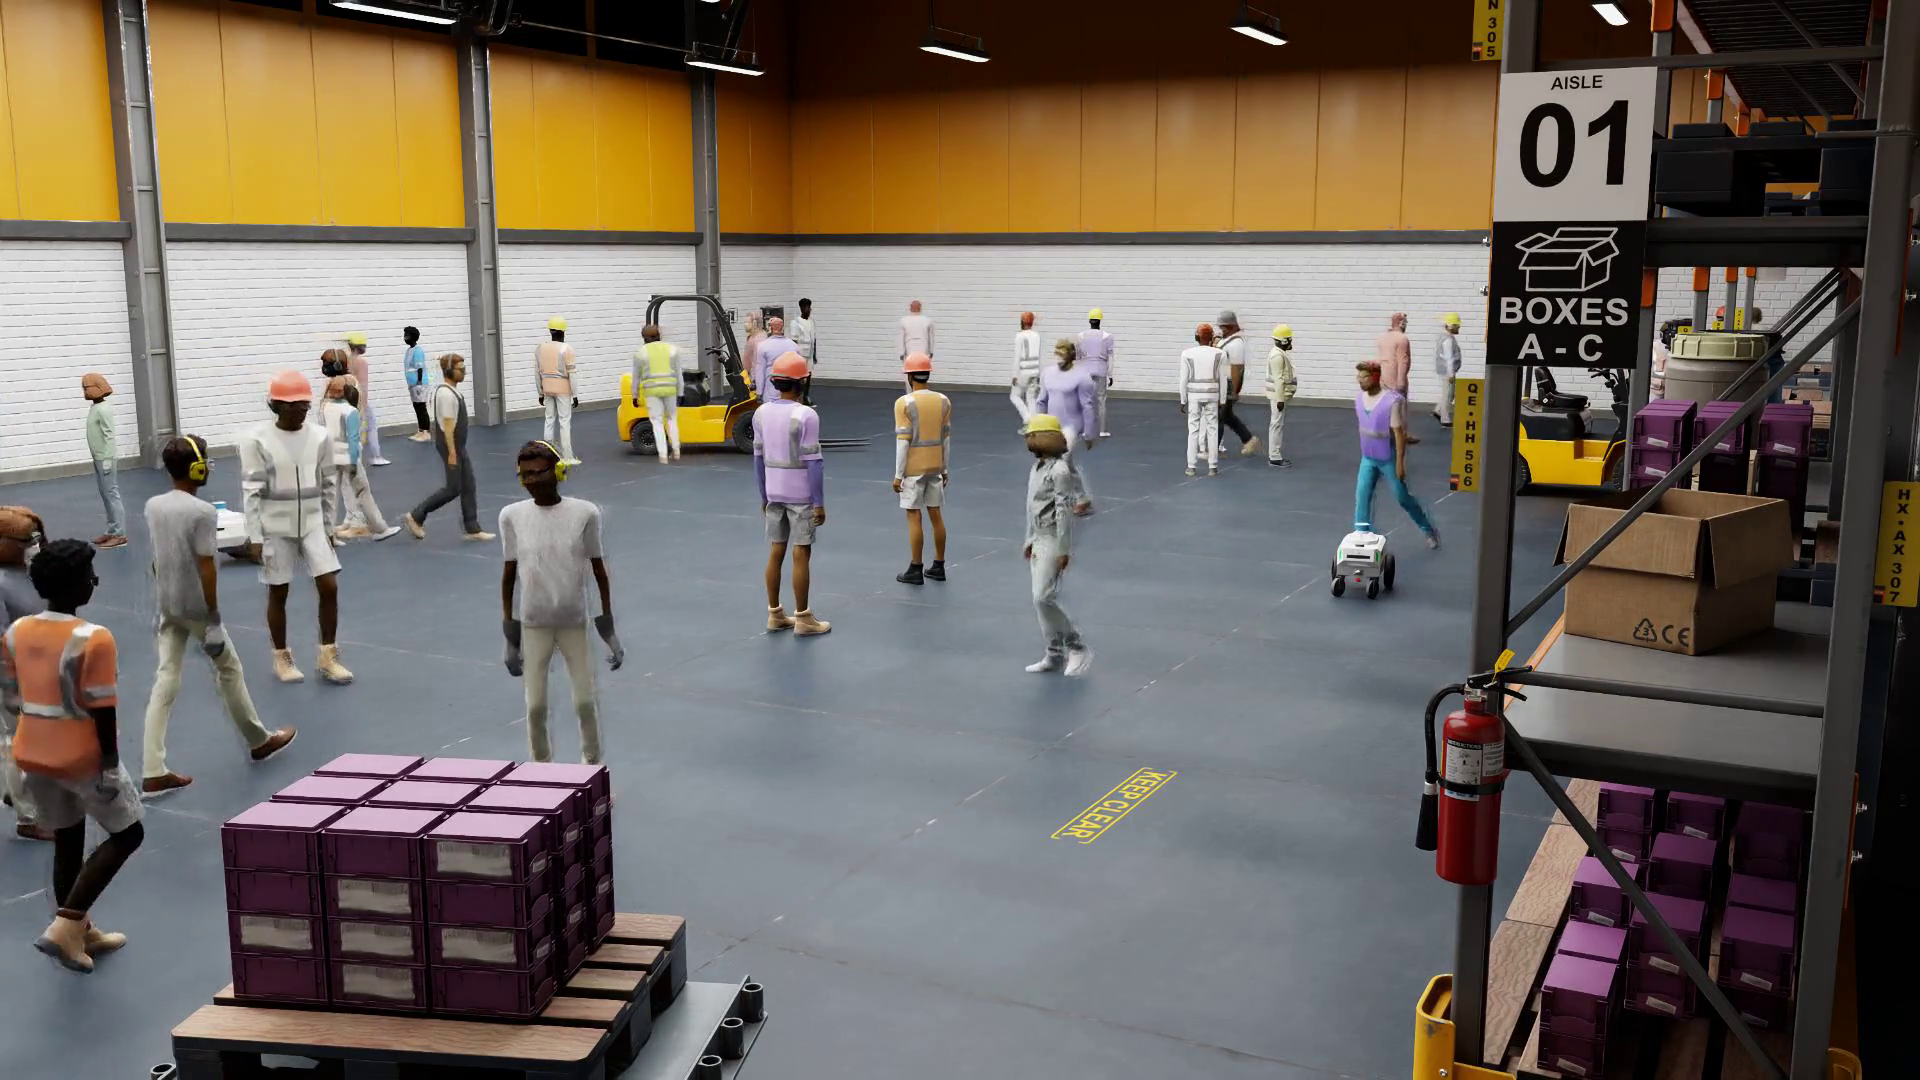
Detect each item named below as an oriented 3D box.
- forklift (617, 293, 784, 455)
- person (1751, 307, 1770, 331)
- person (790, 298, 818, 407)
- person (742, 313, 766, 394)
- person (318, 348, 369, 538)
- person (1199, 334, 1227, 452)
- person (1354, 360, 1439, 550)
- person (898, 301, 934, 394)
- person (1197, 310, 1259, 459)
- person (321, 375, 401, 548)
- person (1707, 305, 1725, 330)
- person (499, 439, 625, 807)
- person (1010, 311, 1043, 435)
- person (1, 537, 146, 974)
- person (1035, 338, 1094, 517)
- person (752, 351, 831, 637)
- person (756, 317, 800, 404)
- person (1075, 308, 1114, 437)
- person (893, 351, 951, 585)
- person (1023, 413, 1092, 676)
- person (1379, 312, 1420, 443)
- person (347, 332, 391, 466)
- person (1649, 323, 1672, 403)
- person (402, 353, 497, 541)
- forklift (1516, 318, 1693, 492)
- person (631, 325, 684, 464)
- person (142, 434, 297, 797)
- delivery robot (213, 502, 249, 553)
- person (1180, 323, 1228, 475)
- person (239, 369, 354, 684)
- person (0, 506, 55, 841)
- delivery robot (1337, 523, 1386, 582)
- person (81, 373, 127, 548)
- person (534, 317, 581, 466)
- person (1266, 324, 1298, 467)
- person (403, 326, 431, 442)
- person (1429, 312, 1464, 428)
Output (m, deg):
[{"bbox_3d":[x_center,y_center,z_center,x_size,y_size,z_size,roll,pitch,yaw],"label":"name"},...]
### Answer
[{"bbox_3d":[-3.588,-2.317,23.042,2.313,2.155,1.214,-1,10,-5],"label":"forklift"},{"bbox_3d":[11.969,-2.556,25.169,0.635,1.936,0.355,2,10,11],"label":"person"},{"bbox_3d":[-2.758,-3.305,29.472,0.400,1.956,0.609,8,12,38],"label":"person"},{"bbox_3d":[-3.030,-2.398,24.459,0.970,1.864,0.674,-3,10,-18],"label":"person"},{"bbox_3d":[-5.987,-0.939,16.130,0.430,1.835,0.621,-5,11,-29],"label":"person"},{"bbox_3d":[3.523,-2.031,22.993,0.523,1.638,0.311,-3,10,-16],"label":"person"},{"bbox_3d":[3.932,-0.754,15.194,0.954,1.794,0.608,-5,11,-28],"label":"person"},{"bbox_3d":[-0.804,-3.485,30.766,0.659,1.875,0.833,0,10,0],"label":"person"},{"bbox_3d":[3.603,-2.098,22.224,0.850,2.000,0.693,0,10,-2],"label":"person"},{"bbox_3d":[-5.709,-0.740,15.611,0.521,1.606,0.759,6,11,30],"label":"person"},{"bbox_3d":[11.775,-2.659,25.768,0.371,1.935,0.551,-5,11,-28],"label":"person"},{"bbox_3d":[-1.942,0.433,8.186,0.619,1.853,0.318,-1,10,-8],"label":"person"},{"bbox_3d":[0.988,-2.496,25.012,0.411,1.870,0.617,9,14,44],"label":"person"},{"bbox_3d":[-3.379,0.833,6.279,0.543,1.685,0.415,4,10,20],"label":"person"},{"bbox_3d":[1.096,-1.124,17.045,1.026,1.896,0.635,-9,13,-43],"label":"person"},{"bbox_3d":[-1.201,-0.325,11.937,0.614,2.048,0.361,7,12,36],"label":"person"},{"bbox_3d":[-2.419,-1.981,21.961,0.637,1.901,0.402,-8,12,-38],"label":"person"},{"bbox_3d":[2.004,-2.490,24.816,0.588,1.928,0.383,2,10,13],"label":"person"},{"bbox_3d":[-0.339,-0.599,13.846,0.551,1.933,0.371,-8,12,-38],"label":"person"},{"bbox_3d":[0.612,0.042,10.831,0.397,1.710,0.596,-2,10,-14],"label":"person"},{"bbox_3d":[6.312,-2.333,24.023,0.484,1.905,0.681,-3,10,-17],"label":"person"},{"bbox_3d":[-7.657,-1.780,21.256,0.539,1.738,0.725,5,11,28],"label":"person"},{"bbox_3d":[9.355,-1.976,22.093,0.623,1.844,0.429,3,10,15],"label":"person"},{"bbox_3d":[-4.851,-0.859,15.707,0.766,1.822,0.513,-2,10,-9],"label":"person"},{"bbox_3d":[7.066,-1.601,18.899,2.313,2.155,1.214,5,11,27],"label":"forklift"},{"bbox_3d":[-3.972,-1.904,21.775,0.664,1.809,0.561,-4,11,-21],"label":"person"},{"bbox_3d":[-3.941,0.357,8.640,0.551,1.817,0.961,4,11,23],"label":"person"},{"bbox_3d":[-6.506,-0.092,14.634,0.477,0.478,0.707,9,14,43],"label":"delivery robot"},{"bbox_3d":[3.008,-1.731,20.548,0.582,1.884,0.351,1,10,7],"label":"person"},{"bbox_3d":[-4.178,-0.056,10.482,0.634,2.018,0.742,-9,13,-42],"label":"person"},{"bbox_3d":[-4.311,0.625,7.681,0.325,1.614,0.534,0,10,-1],"label":"person"},{"bbox_3d":[3.259,0.106,13.486,0.477,0.478,0.707,3,10,18],"label":"delivery robot"},{"bbox_3d":[-8.021,-0.743,15.556,0.265,1.631,0.508,-7,12,-37],"label":"person"},{"bbox_3d":[-5.197,-1.920,21.519,0.594,1.924,0.382,3,10,19],"label":"person"},{"bbox_3d":[4.136,-1.857,21.413,0.404,1.836,0.600,2,10,10],"label":"person"},{"bbox_3d":[-7.931,-2.274,24.260,0.321,1.690,0.536,-7,12,-34],"label":"person"},{"bbox_3d":[7.661,-2.652,26.068,0.418,1.820,0.626,2,10,11],"label":"person"}]
